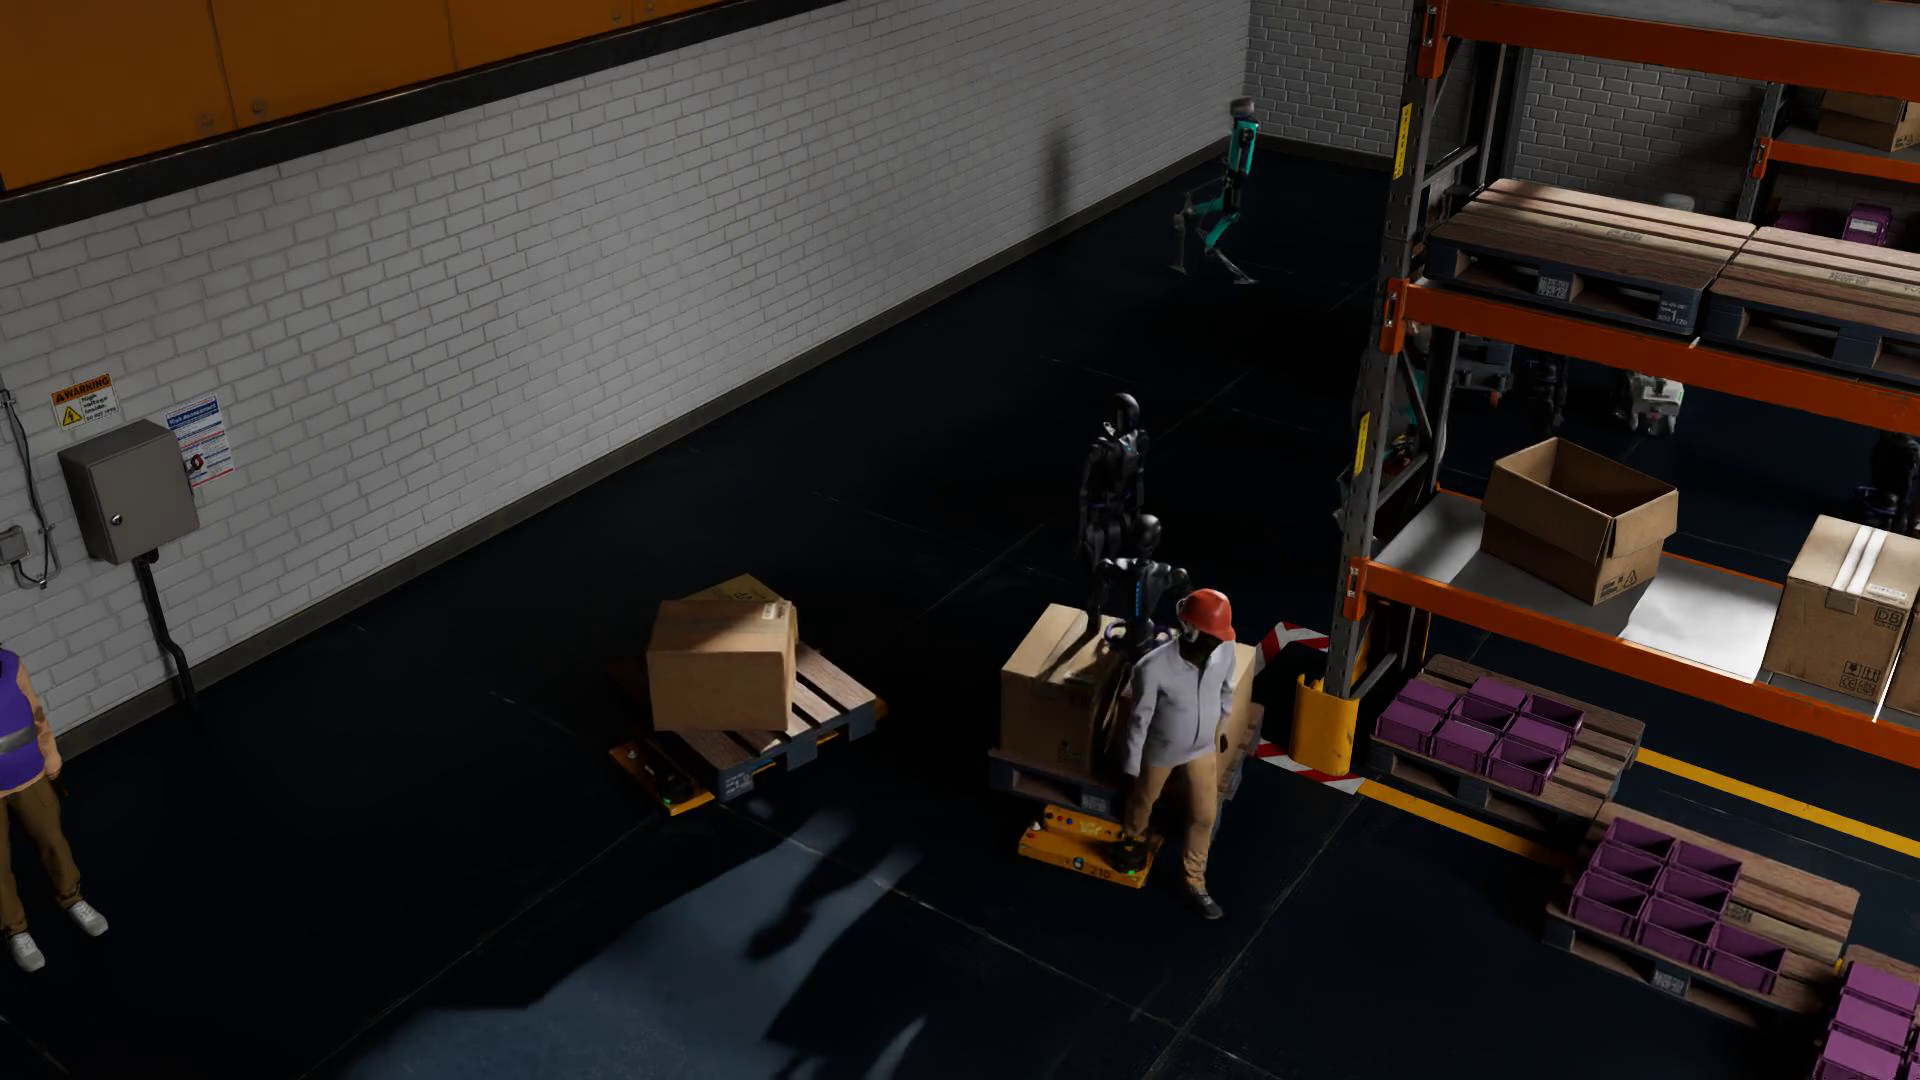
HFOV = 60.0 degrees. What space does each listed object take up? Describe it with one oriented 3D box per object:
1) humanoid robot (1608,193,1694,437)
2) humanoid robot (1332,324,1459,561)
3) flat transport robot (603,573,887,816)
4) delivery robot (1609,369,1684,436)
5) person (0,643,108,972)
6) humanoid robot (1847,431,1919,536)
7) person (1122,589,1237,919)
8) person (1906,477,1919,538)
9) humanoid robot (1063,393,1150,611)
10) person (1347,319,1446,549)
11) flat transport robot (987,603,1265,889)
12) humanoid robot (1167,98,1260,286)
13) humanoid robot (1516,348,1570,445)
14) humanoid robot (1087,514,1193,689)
[{"bbox_3d":[5.187,-1.602,12.365,0.545,1.794,0.837,5,30,8],"label":"humanoid robot"},{"bbox_3d":[2.623,-0.427,10.391,0.692,1.877,0.540,-9,31,-15],"label":"humanoid robot"},{"bbox_3d":[-1.166,1.033,9.247,1.431,0.231,0.659,-23,37,-34],"label":"flat transport robot"},{"bbox_3d":[5.324,-1.173,12.808,0.499,0.614,0.815,7,31,11],"label":"delivery robot"},{"bbox_3d":[-4.341,1.082,7.512,0.431,1.924,0.528,26,39,37],"label":"person"},{"bbox_3d":[5.450,-0.081,9.773,0.565,1.643,0.584,6,30,10],"label":"humanoid robot"},{"bbox_3d":[1.057,1.007,7.831,0.633,1.715,0.747,-11,32,-19],"label":"person"},{"bbox_3d":[6.602,-0.841,10.891,0.565,1.875,0.406,6,30,10],"label":"person"},{"bbox_3d":[0.860,-0.111,9.834,0.610,1.645,0.330,-23,37,-34],"label":"humanoid robot"},{"bbox_3d":[2.817,-0.652,10.582,0.763,1.865,0.661,-21,36,-32],"label":"person"},{"bbox_3d":[0.876,1.268,8.840,0.659,0.231,1.431,13,32,21],"label":"flat transport robot"},{"bbox_3d":[2.242,-3.089,14.975,1.039,1.776,0.545,3,30,5],"label":"humanoid robot"},{"bbox_3d":[4.003,-1.015,11.389,0.352,1.647,0.612,-1,30,-1],"label":"humanoid robot"},{"bbox_3d":[0.923,0.592,8.593,0.590,1.649,0.345,7,31,11],"label":"humanoid robot"}]
